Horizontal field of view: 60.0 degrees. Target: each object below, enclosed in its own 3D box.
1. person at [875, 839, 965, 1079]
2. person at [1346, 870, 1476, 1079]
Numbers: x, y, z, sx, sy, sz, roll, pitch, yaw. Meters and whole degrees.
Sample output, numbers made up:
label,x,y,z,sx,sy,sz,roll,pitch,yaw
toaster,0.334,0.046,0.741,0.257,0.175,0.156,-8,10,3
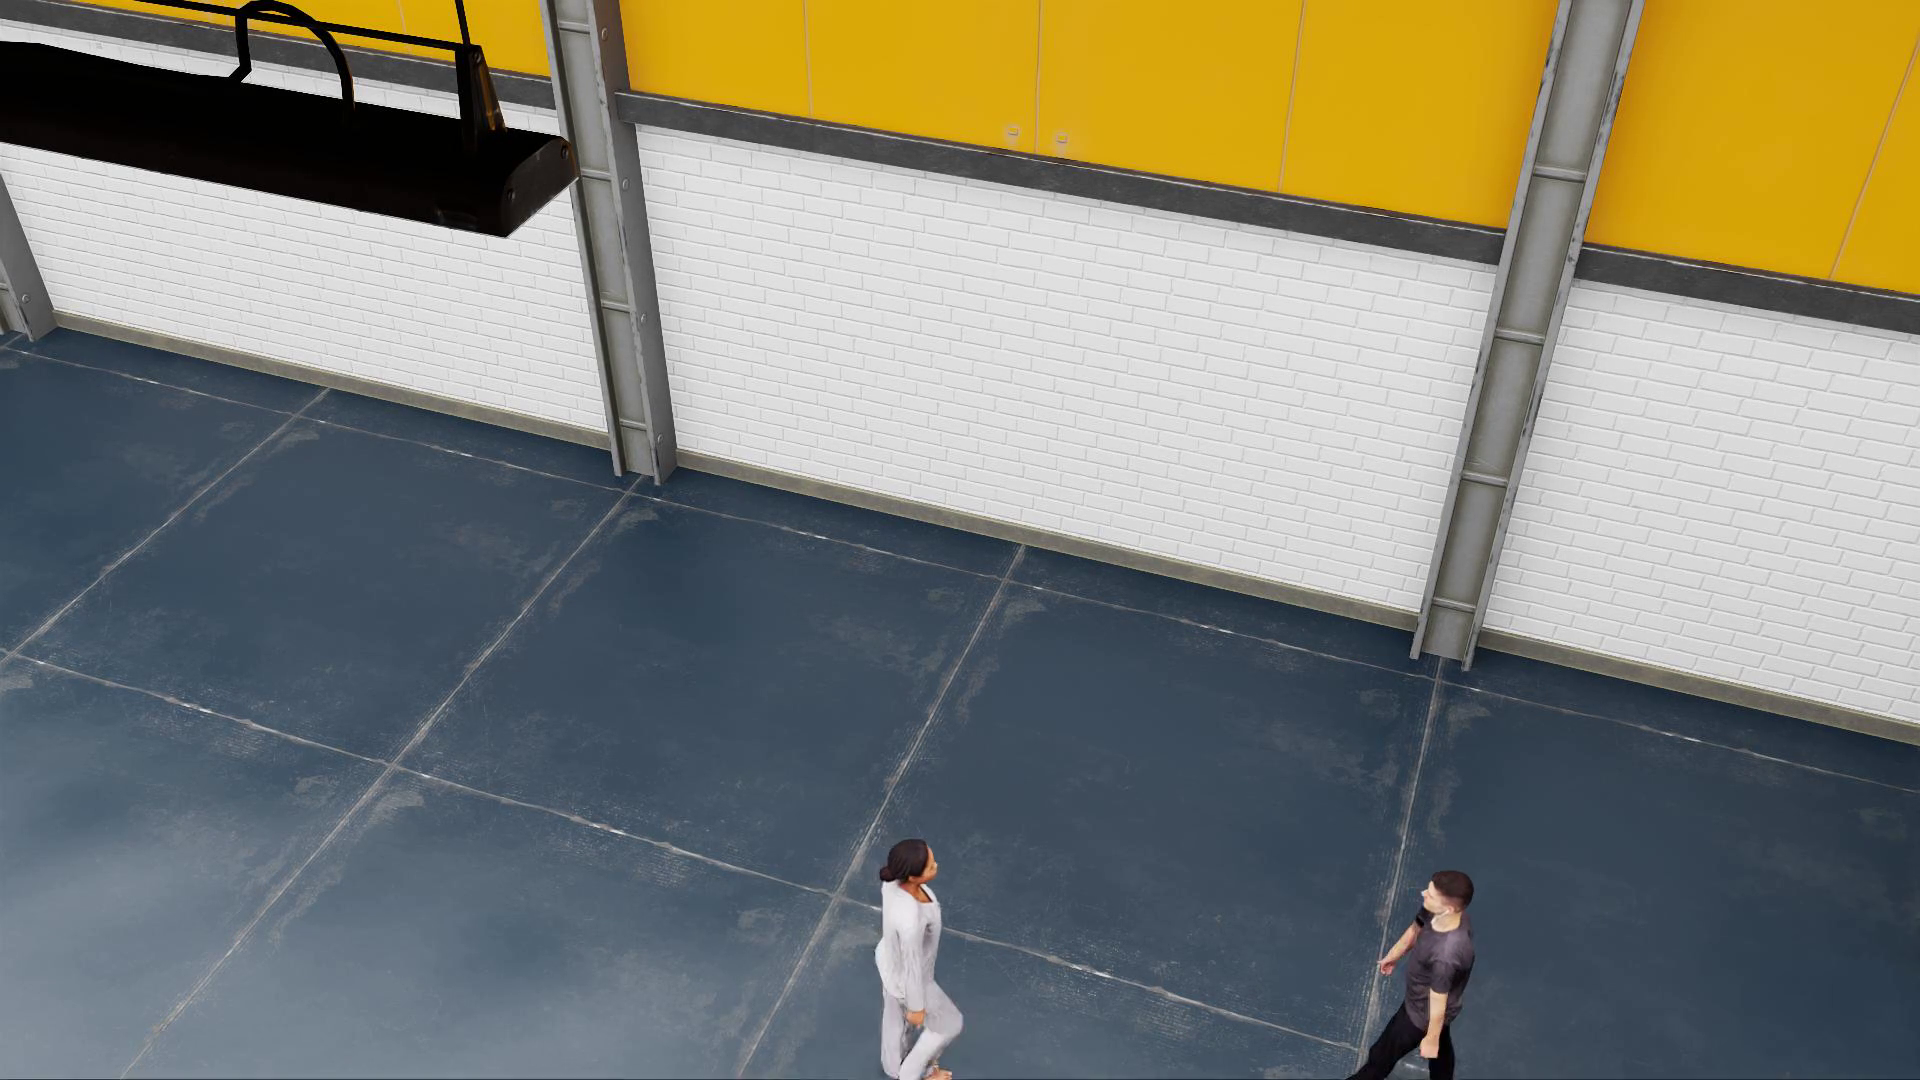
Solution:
label,x,y,z,sx,sy,sz,roll,pitch,yaw
person,-0.324,2.095,8.066,0.810,1.724,0.783,-8,39,-10
person,2.307,2.218,7.904,1.025,1.735,0.748,8,39,10
